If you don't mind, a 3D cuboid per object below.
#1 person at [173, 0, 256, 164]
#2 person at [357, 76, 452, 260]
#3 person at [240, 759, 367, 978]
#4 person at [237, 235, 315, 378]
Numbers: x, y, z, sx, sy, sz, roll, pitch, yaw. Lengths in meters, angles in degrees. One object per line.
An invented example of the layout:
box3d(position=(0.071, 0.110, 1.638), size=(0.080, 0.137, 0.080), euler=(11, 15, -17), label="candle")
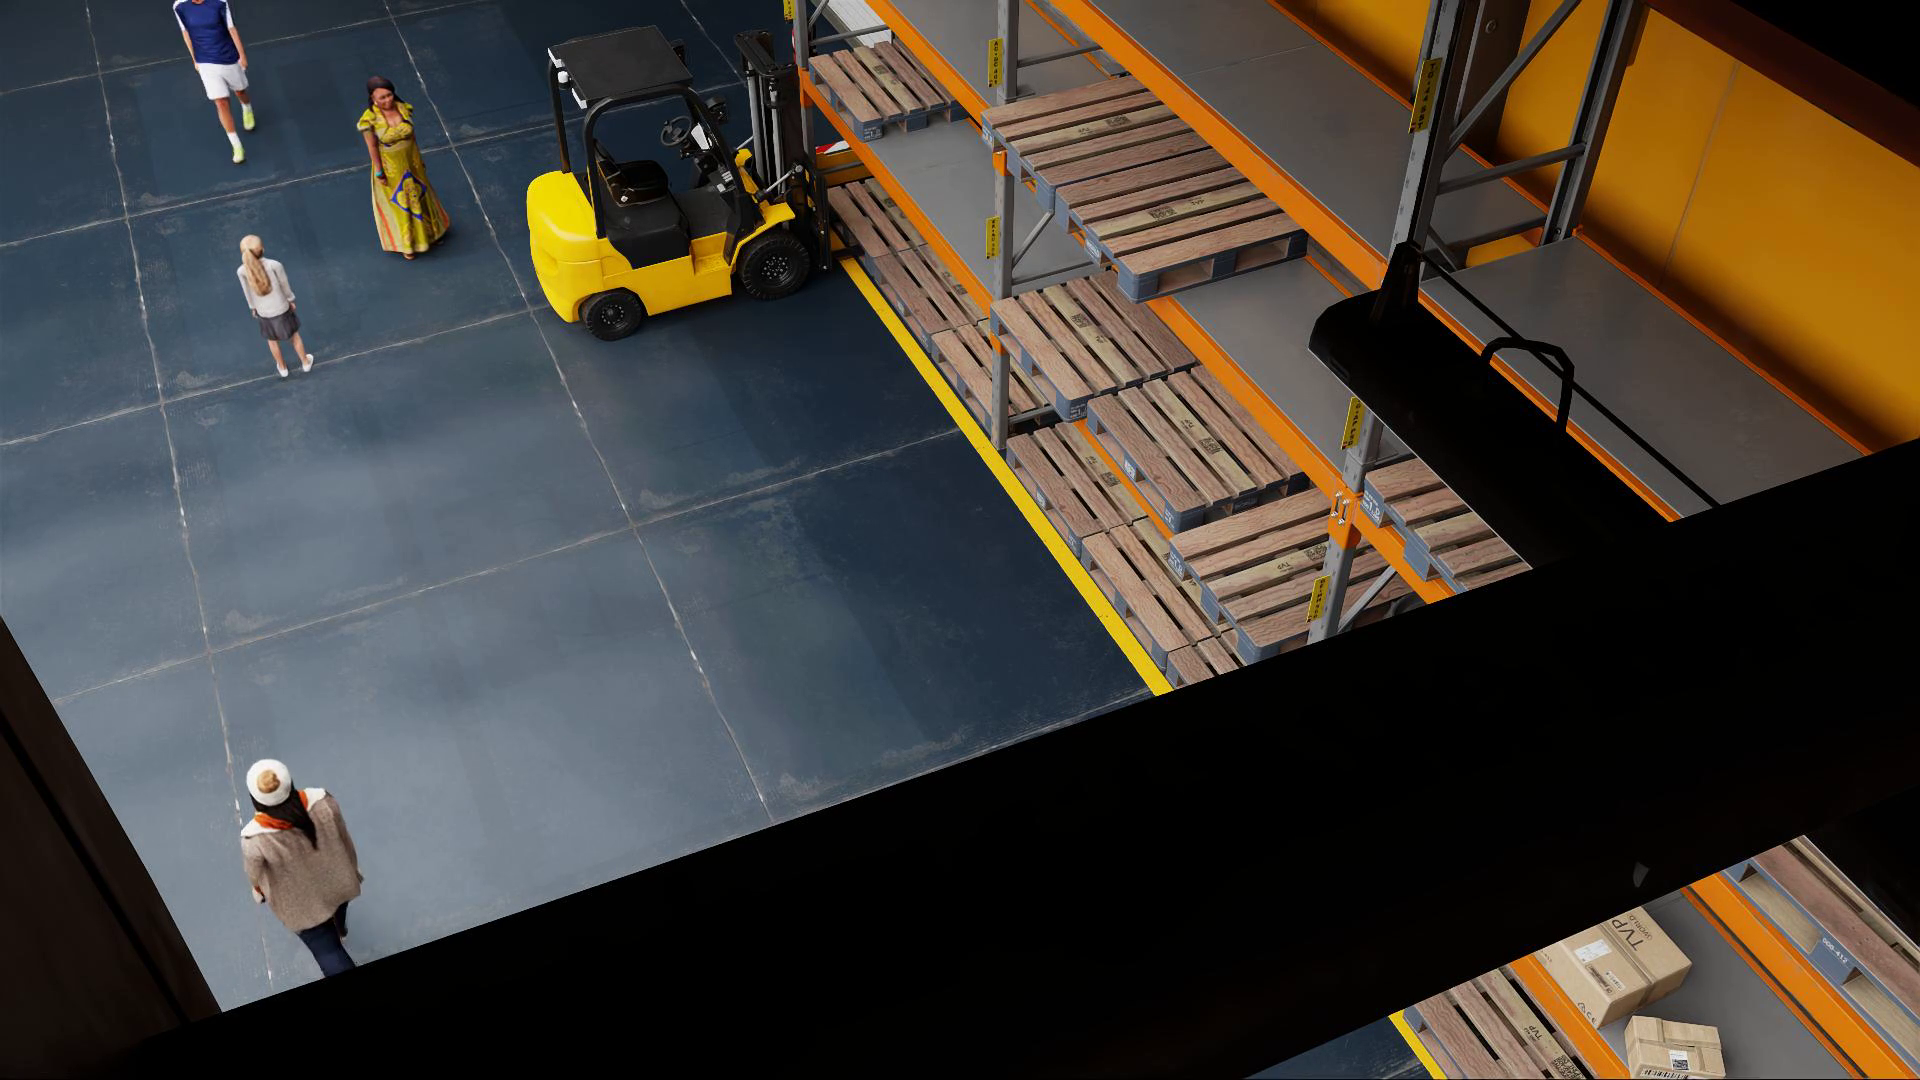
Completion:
box3d(position=(-6.978, -4.562, 15.671), size=(0.739, 1.800, 1.195), euler=(-12, 45, -13), label="person")
box3d(position=(-4.862, -3.248, 14.393), size=(0.978, 1.660, 0.987), euler=(29, 51, 27), label="person")
box3d(position=(-3.440, 1.878, 8.874), size=(1.255, 1.850, 0.978), euler=(33, 53, 30), label="person")
box3d(position=(-5.472, -1.871, 13.226), size=(0.522, 1.275, 0.538), euler=(-14, 45, -14), label="person")
